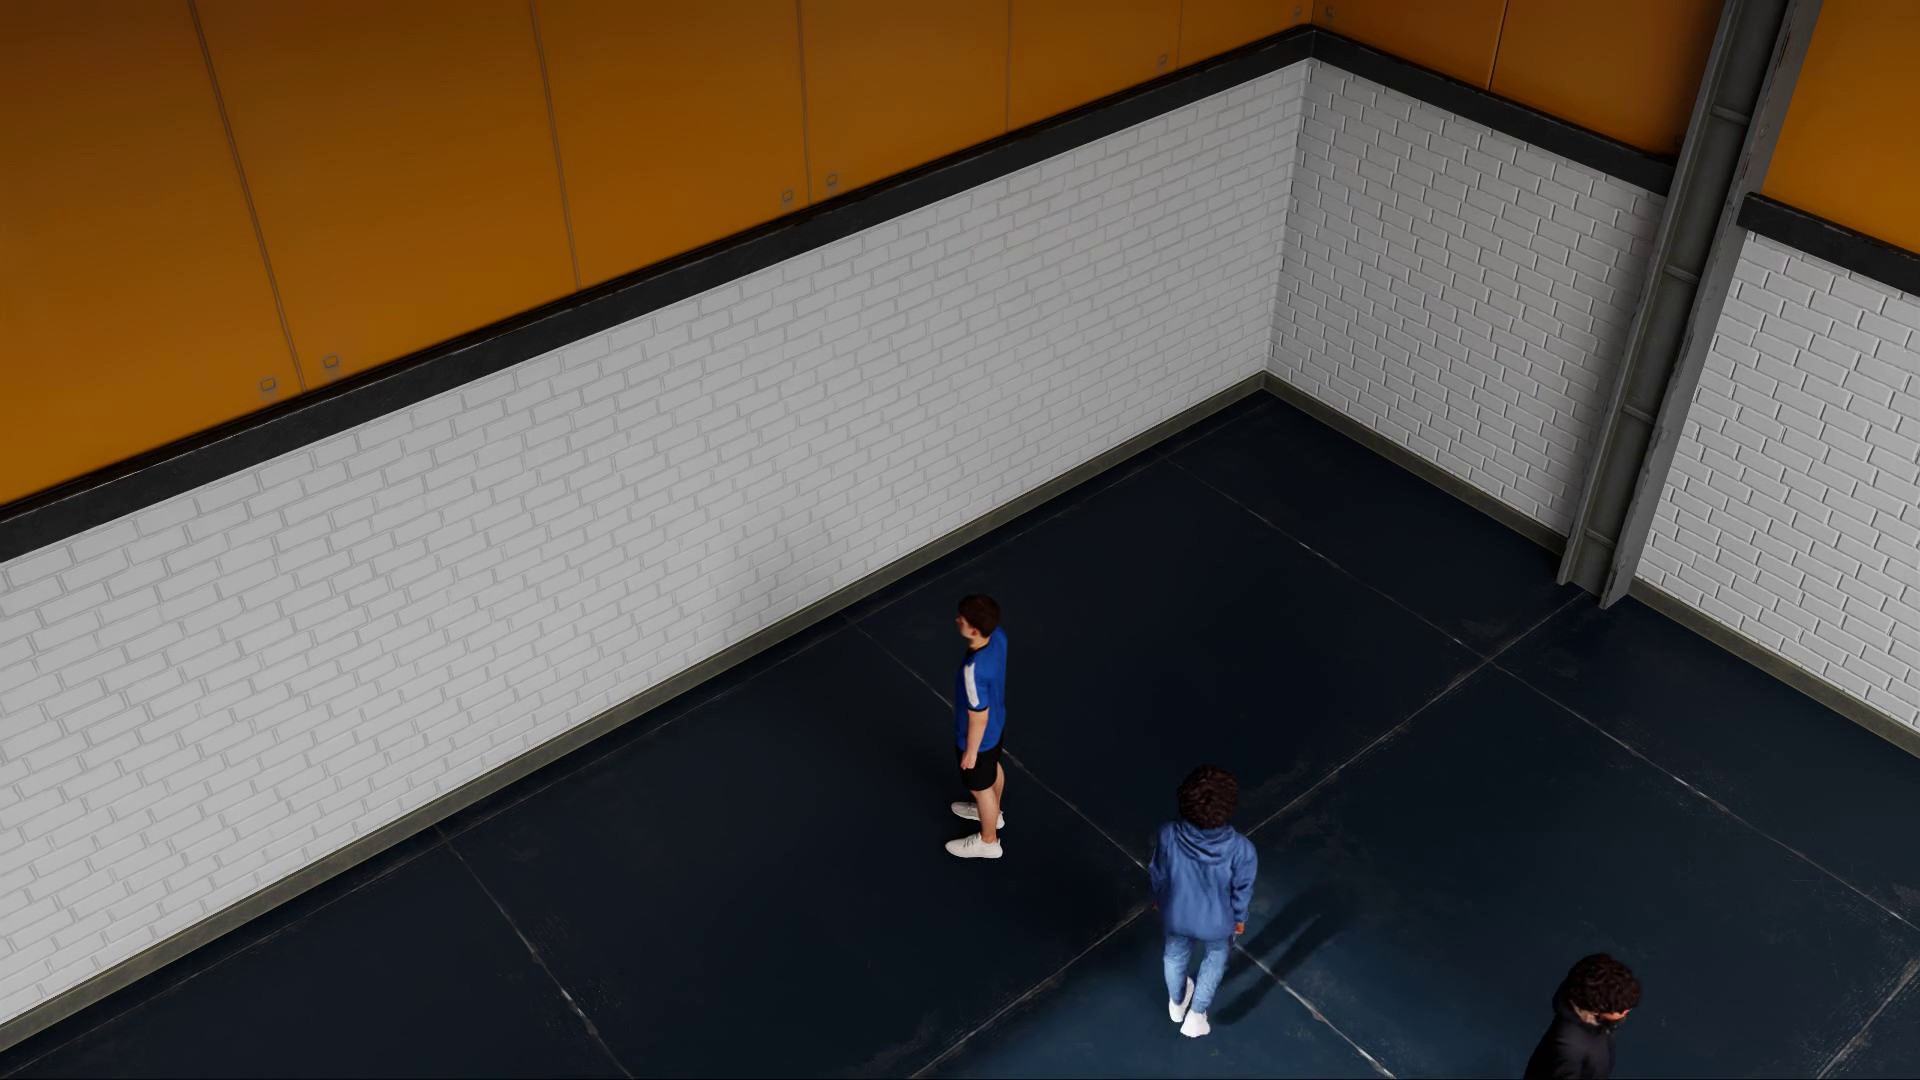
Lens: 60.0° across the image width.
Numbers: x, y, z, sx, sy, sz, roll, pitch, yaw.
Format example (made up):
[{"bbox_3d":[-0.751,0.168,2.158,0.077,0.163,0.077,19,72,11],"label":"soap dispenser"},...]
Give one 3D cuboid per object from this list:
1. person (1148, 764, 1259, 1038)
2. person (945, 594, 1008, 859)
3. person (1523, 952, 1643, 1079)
[{"bbox_3d":[1.165,1.863,8.223,0.831,1.802,0.904,14,41,16],"label":"person"},{"bbox_3d":[0.119,1.026,9.220,0.782,1.865,0.737,6,39,8],"label":"person"},{"bbox_3d":[2.632,2.443,7.529,0.940,1.762,0.776,20,43,24],"label":"person"}]
